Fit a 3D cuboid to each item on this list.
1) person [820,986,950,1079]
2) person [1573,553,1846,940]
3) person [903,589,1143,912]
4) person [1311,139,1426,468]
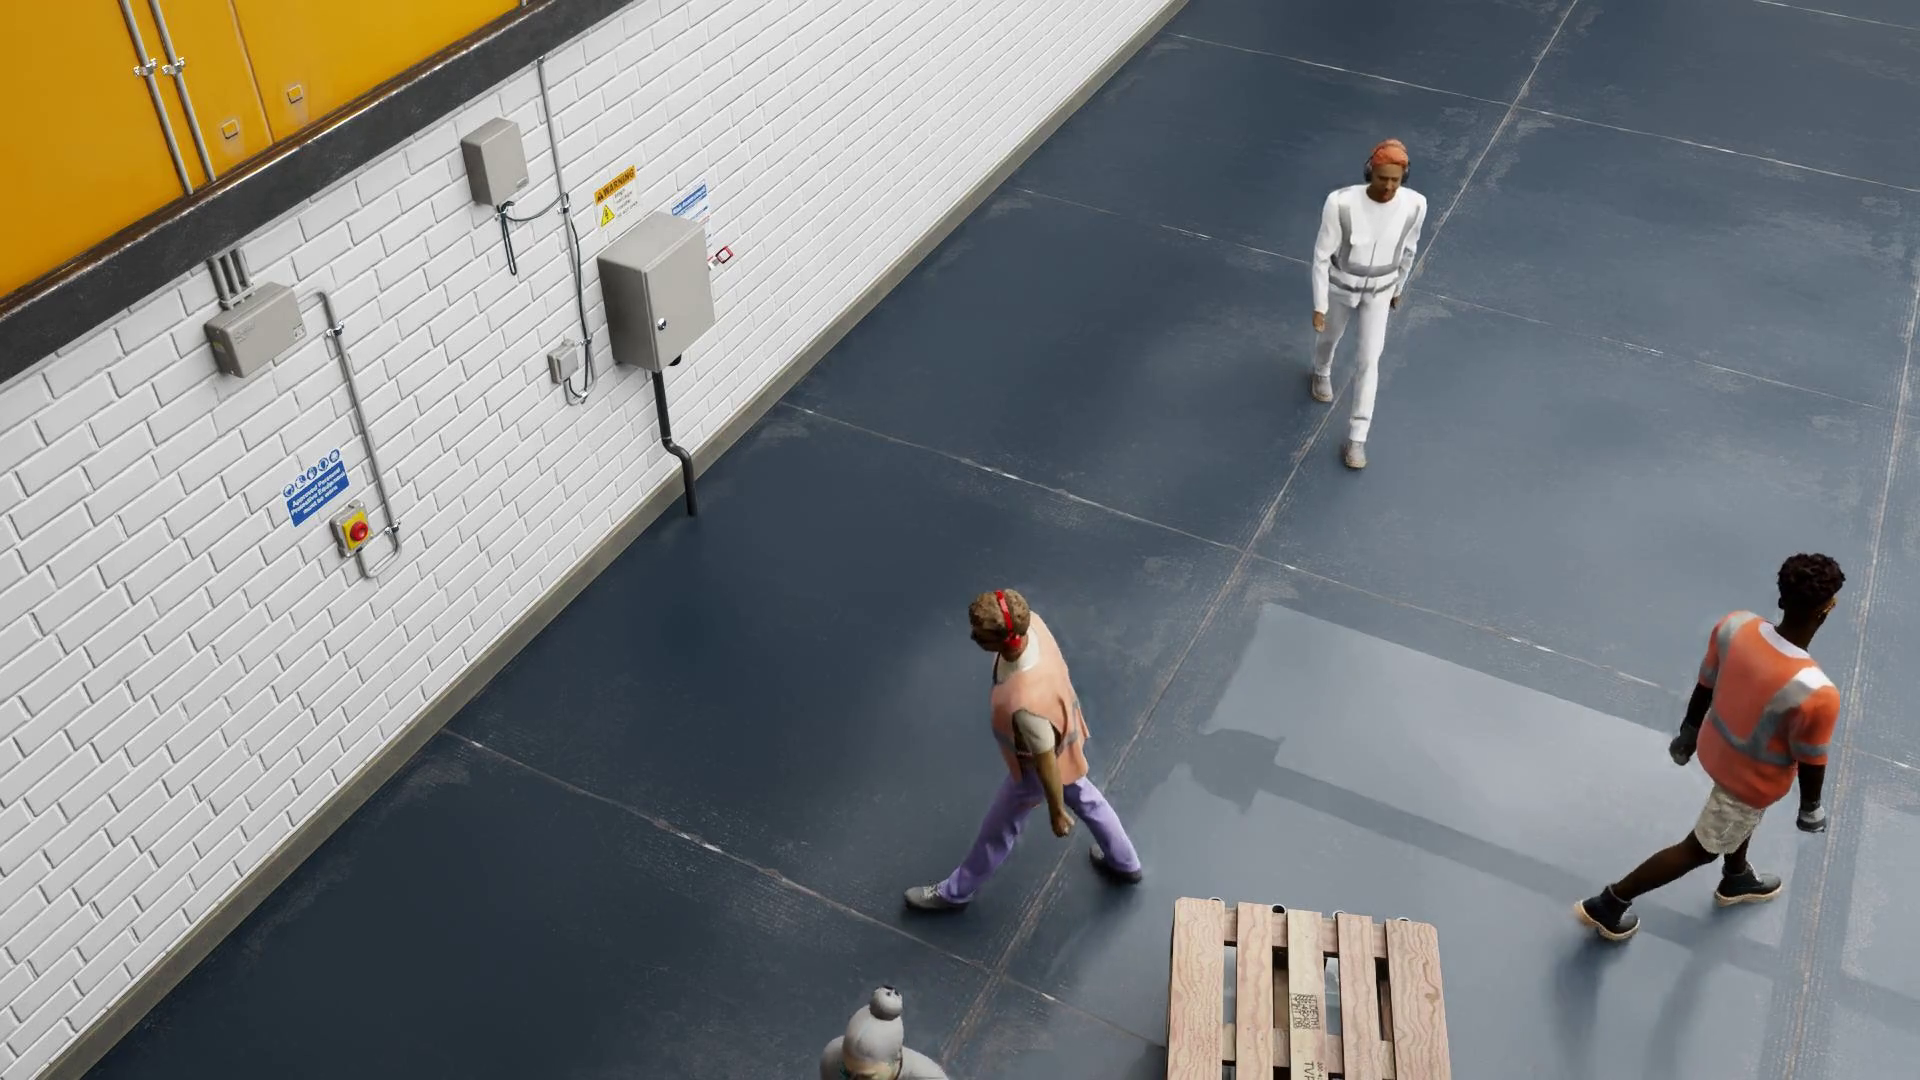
[{"bbox_3d":[-0.214,2.028,5.322,0.519,1.793,0.948,14,43,16],"label":"person"},{"bbox_3d":[3.058,0.867,6.573,0.983,1.922,0.616,-5,41,-5],"label":"person"},{"bbox_3d":[0.304,0.849,6.698,1.020,1.783,0.622,3,41,3],"label":"person"},{"bbox_3d":[2.218,-1.399,9.265,0.577,1.838,0.967,3,41,3],"label":"person"}]
